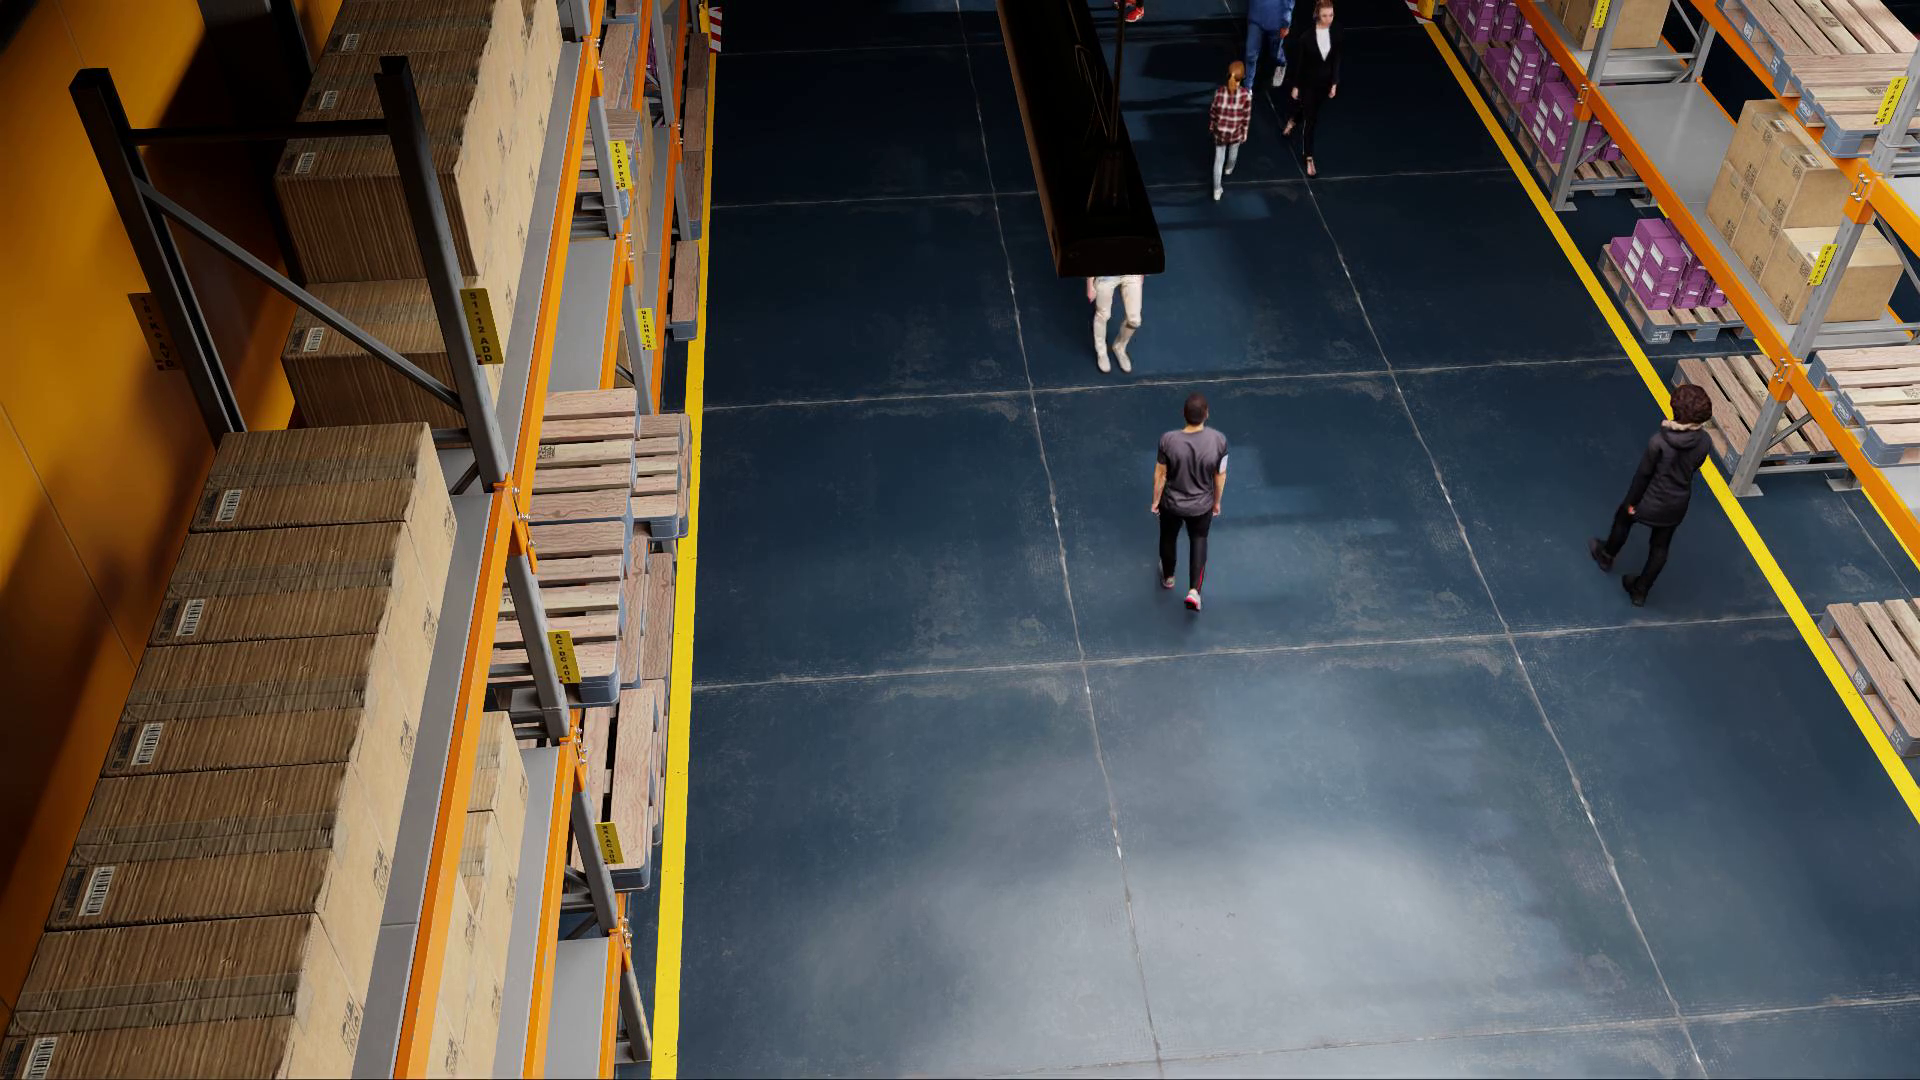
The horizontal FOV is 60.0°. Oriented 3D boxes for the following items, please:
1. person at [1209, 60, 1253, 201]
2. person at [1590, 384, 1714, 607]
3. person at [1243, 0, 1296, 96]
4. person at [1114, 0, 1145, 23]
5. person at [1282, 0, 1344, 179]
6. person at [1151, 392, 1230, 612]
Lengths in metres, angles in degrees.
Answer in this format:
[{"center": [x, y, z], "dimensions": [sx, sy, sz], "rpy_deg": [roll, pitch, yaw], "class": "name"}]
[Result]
[{"center": [2.464, -3.743, 15.325], "dimensions": [0.747, 1.264, 0.991], "rpy_deg": [10, 45, 10], "class": "person"}, {"center": [4.777, -0.233, 11.287], "dimensions": [0.676, 1.752, 0.875], "rpy_deg": [1, 44, 1], "class": "person"}, {"center": [3.094, -5.210, 16.492], "dimensions": [1.109, 1.777, 1.213], "rpy_deg": [23, 48, 22], "class": "person"}, {"center": [1.938, -6.487, 17.810], "dimensions": [0.910, 1.809, 0.718], "rpy_deg": [-17, 46, -17], "class": "person"}, {"center": [3.291, -4.293, 15.605], "dimensions": [0.741, 1.674, 1.098], "rpy_deg": [-11, 45, -12], "class": "person"}, {"center": [1.535, -0.214, 11.269], "dimensions": [0.695, 1.748, 0.948], "rpy_deg": [0, 44, 0], "class": "person"}]
